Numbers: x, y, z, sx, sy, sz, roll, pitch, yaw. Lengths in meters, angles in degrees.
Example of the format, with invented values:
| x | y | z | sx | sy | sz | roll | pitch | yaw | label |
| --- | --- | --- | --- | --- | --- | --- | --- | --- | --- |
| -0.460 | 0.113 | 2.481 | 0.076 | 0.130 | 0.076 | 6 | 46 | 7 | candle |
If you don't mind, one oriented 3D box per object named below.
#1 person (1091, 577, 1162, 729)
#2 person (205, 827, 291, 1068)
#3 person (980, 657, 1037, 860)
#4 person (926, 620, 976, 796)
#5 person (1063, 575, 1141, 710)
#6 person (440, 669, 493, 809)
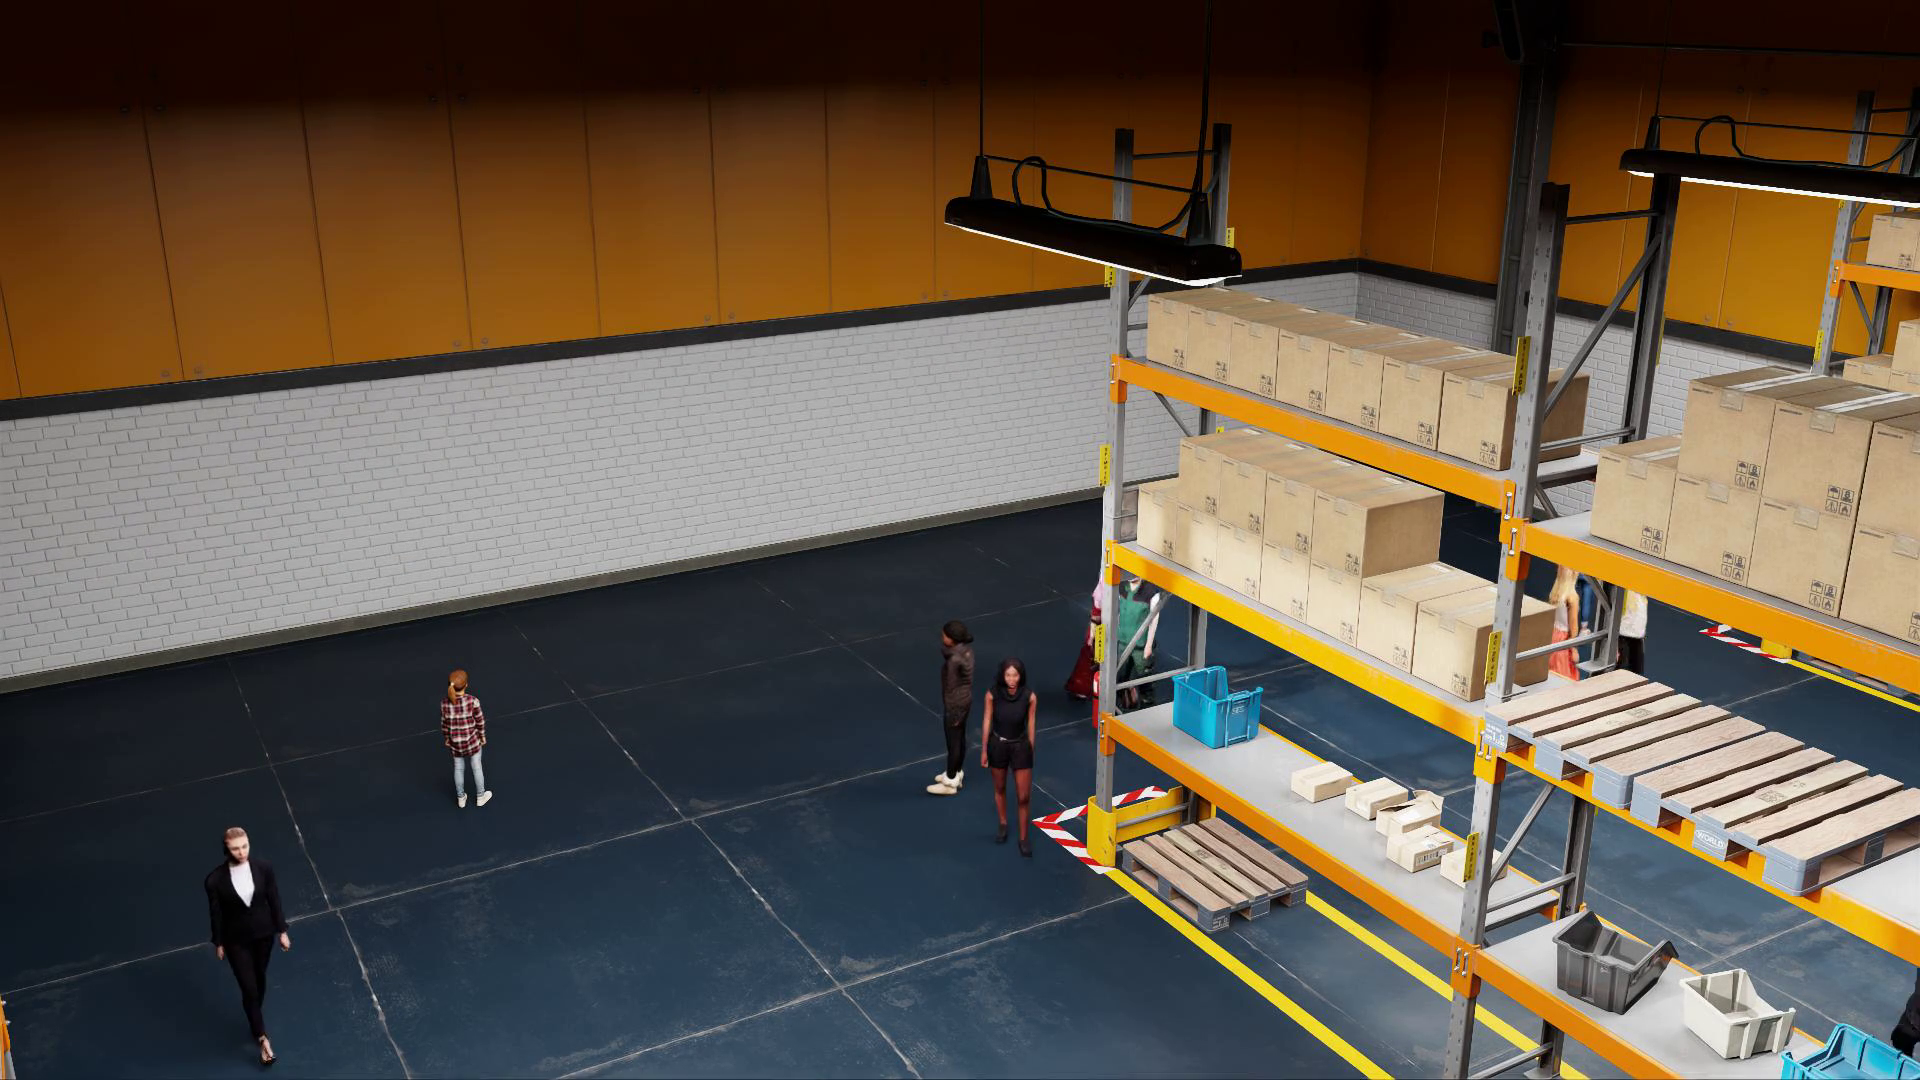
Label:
| x | y | z | sx | sy | sz | roll | pitch | yaw | label |
| --- | --- | --- | --- | --- | --- | --- | --- | --- | --- |
| 1.782 | 0.993 | 16.261 | 1.053 | 1.806 | 0.918 | 16 | 24 | 38 | person |
| -4.887 | 2.701 | 11.378 | 0.715 | 1.684 | 0.863 | -16 | 24 | -40 | person |
| 0.411 | 1.768 | 14.093 | 0.856 | 1.720 | 0.951 | 2 | 19 | 6 | person |
| -0.020 | 1.500 | 14.976 | 0.776 | 1.664 | 0.716 | -14 | 23 | -35 | person |
| 1.367 | 0.939 | 16.742 | 1.139 | 1.600 | 1.002 | 9 | 20 | 24 | person |
| -4.403 | 1.756 | 14.778 | 0.612 | 1.306 | 0.642 | -1 | 19 | -4 | person |
